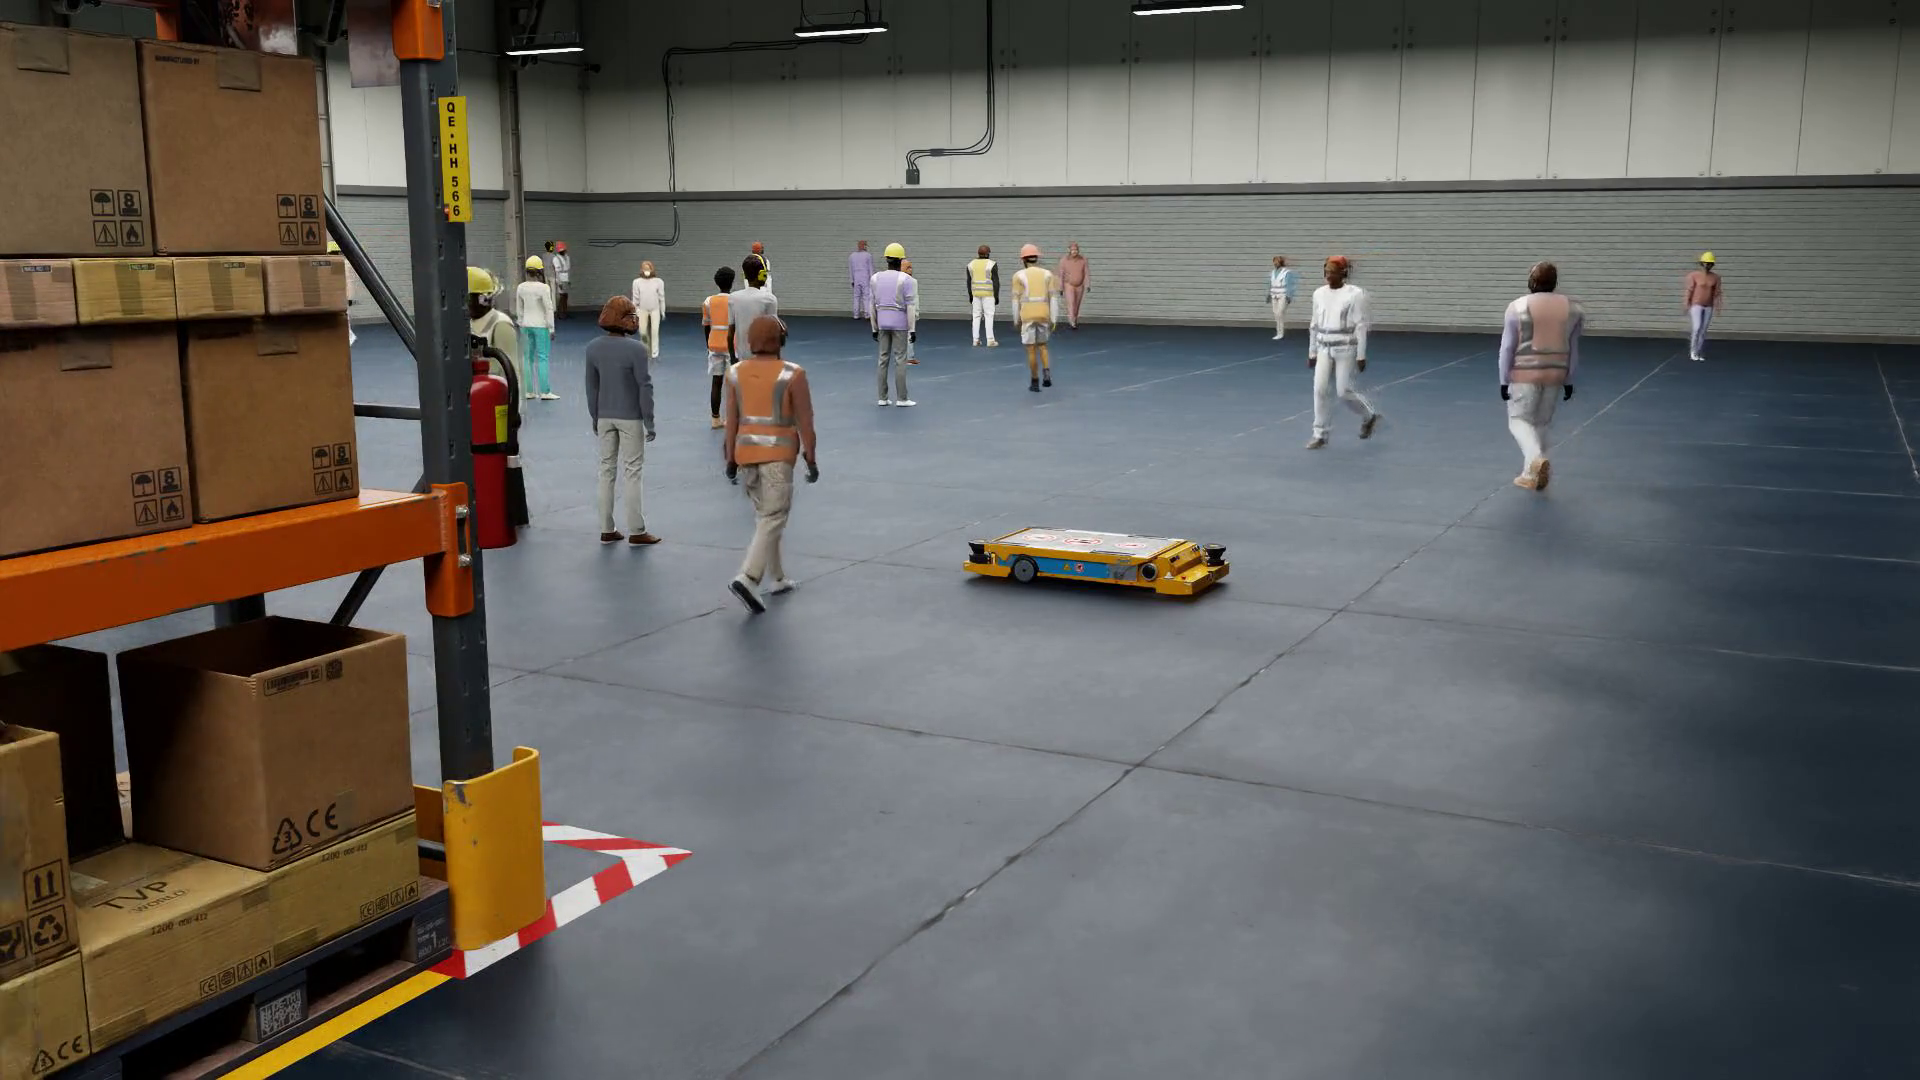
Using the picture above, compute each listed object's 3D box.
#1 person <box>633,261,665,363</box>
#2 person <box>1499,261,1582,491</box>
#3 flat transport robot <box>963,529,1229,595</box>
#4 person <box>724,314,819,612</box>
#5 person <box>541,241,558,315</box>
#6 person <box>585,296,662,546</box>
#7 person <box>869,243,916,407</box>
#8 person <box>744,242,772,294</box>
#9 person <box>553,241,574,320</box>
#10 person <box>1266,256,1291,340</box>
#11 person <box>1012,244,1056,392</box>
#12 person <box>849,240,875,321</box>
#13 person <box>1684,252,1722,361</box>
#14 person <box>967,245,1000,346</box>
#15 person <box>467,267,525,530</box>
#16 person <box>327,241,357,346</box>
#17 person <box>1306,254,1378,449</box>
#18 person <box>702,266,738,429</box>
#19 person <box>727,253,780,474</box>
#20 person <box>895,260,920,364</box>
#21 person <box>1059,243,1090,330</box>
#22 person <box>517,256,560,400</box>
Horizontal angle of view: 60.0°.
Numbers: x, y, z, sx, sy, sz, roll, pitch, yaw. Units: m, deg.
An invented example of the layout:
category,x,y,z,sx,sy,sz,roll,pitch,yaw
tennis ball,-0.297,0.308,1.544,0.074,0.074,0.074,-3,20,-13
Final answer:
category,x,y,z,sx,sy,sz,roll,pitch,yaw
person,-4.936,-3.619,26.433,0.506,1.622,0.373,-1,10,-7
person,4.551,-1.267,13.059,0.631,1.822,0.733,-1,10,-4
flat transport robot,0.801,0.105,9.798,1.431,0.197,0.652,5,12,27
person,-1.089,-0.430,9.101,0.530,1.599,0.789,5,11,23
person,-10.431,-6.666,42.361,0.532,1.870,0.315,5,12,26
person,-2.207,-0.773,10.869,0.507,1.632,0.273,5,12,26
person,-0.782,-2.535,19.673,0.594,1.925,0.369,5,12,26
person,-3.870,-4.776,32.016,0.584,1.882,0.344,5,12,26
person,-9.512,-6.250,40.088,0.376,1.891,0.717,4,11,21
person,6.163,-4.690,32.252,0.490,1.621,0.540,-8,13,-37
person,0.940,-2.884,21.618,0.552,1.911,0.470,-4,11,-20
person,-2.308,-6.175,39.583,0.652,1.906,0.409,5,12,26
person,11.945,-3.736,26.685,0.554,1.747,0.481,-1,10,-3
person,0.447,-4.471,30.482,0.636,1.841,0.429,5,12,26
person,-3.270,-0.913,11.160,0.740,1.802,0.617,-9,13,-39
person,-11.166,-4.393,29.846,0.589,1.913,0.416,10,14,44
person,3.645,-1.799,15.871,0.743,1.858,0.618,-9,14,-41
person,-2.423,-1.988,17.315,0.541,1.698,0.315,5,12,26
person,-1.717,-1.477,14.064,0.532,1.870,0.315,5,12,26
person,-0.866,-3.574,26.141,0.507,1.632,0.273,5,12,26
person,2.459,-5.496,36.031,0.631,1.864,0.984,-2,11,-12
person,-5.211,-2.608,20.511,0.533,1.770,0.307,5,12,26
